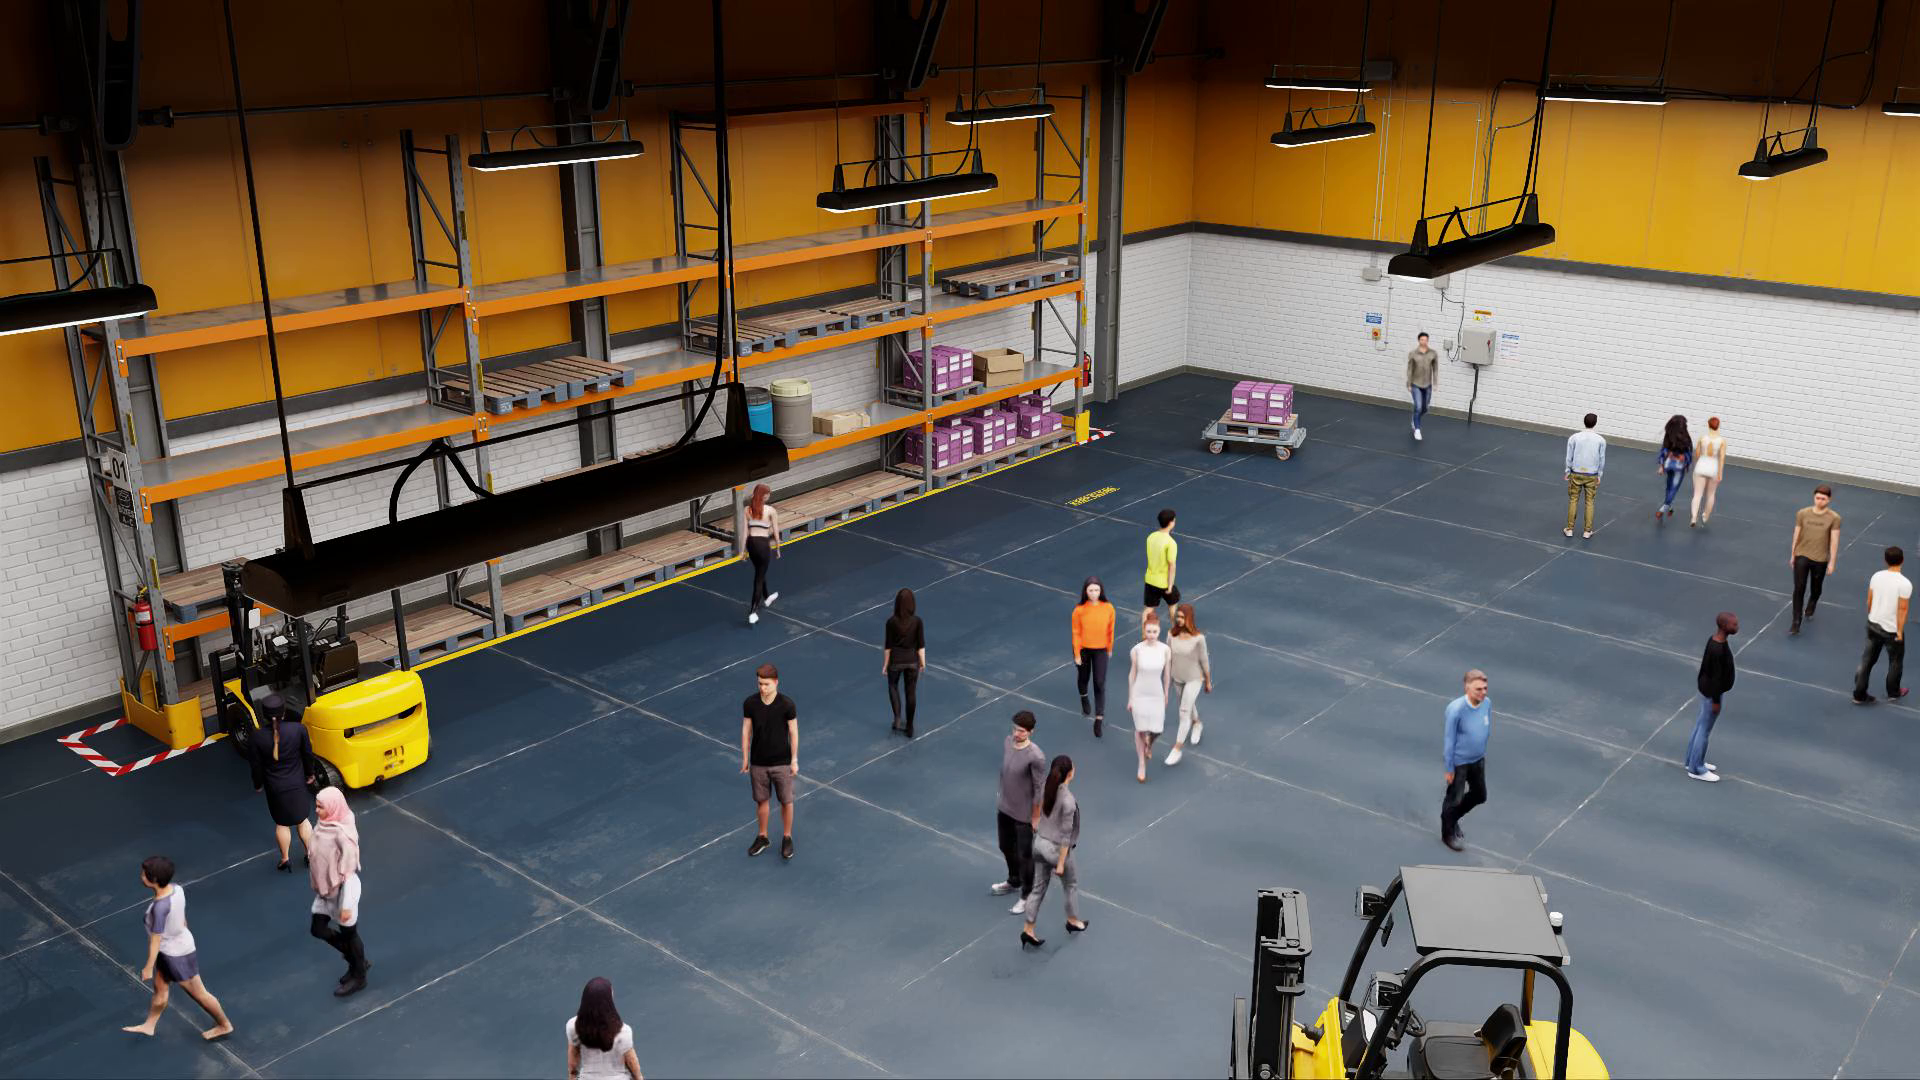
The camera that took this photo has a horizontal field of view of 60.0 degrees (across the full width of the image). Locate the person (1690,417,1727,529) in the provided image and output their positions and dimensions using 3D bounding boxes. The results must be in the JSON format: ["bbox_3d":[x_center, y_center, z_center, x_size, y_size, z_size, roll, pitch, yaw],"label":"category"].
[{"bbox_3d":[10.841,-0.952,24.187,0.728,1.612,1.038,7,20,19],"label":"person"}]

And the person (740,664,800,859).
[{"bbox_3d":[-1.698,1.979,15.093,0.770,1.861,0.762,3,19,9],"label":"person"}]

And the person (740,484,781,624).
[{"bbox_3d":[-2.526,0.195,20.635,0.929,1.706,1.209,3,19,9],"label":"person"}]

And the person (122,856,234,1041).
[{"bbox_3d":[-5.772,3.072,12.386,1.083,1.517,0.946,-4,19,-13],"label":"person"}]

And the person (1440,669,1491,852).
[{"bbox_3d":[4.557,1.965,15.248,0.808,1.788,0.894,-9,20,-24],"label":"person"}]

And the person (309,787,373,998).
[{"bbox_3d":[-4.757,2.720,12.994,0.650,1.797,0.681,-17,25,-41],"label":"person"}]

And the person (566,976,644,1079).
[{"bbox_3d":[-2.307,3.608,10.578,0.786,1.655,1.025,8,20,22],"label":"person"}]

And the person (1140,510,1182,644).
[{"bbox_3d":[2.332,0.488,19.808,0.652,1.677,0.974,16,25,40],"label":"person"}]

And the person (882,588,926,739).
[{"bbox_3d":[-0.578,1.318,17.414,0.704,1.632,0.771,-2,19,-6],"label":"person"}]

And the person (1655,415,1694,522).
[{"bbox_3d":[10.486,-1.024,24.437,1.019,1.589,0.646,-18,25,-42],"label":"person"}]

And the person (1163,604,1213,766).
[{"bbox_3d":[2.368,1.409,17.072,0.704,1.678,1.161,12,22,32],"label":"person"}]

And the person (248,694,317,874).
[{"bbox_3d":[-6.015,2.173,14.815,0.692,1.671,0.836,-11,21,-28],"label":"person"}]

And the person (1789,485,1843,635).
[{"bbox_3d":[10.460,0.213,20.388,0.766,1.829,1.166,11,22,30],"label":"person"}]

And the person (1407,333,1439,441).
[{"bbox_3d":[8.055,-2.713,29.069,1.115,1.833,1.204,0,19,0],"label":"person"}]

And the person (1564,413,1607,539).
[{"bbox_3d":[8.936,-0.932,23.816,0.743,1.811,0.689,6,20,18],"label":"person"}]

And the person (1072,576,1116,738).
[{"bbox_3d":[1.395,1.182,17.713,1.060,1.699,1.163,-1,19,-3],"label":"person"}]

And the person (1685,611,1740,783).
[{"bbox_3d":[7.493,1.531,16.599,0.721,1.749,0.586,7,20,19],"label":"person"}]

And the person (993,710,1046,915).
[{"bbox_3d":[0.505,2.274,14.240,0.676,1.847,0.808,-10,21,-27],"label":"person"}]

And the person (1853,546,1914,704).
[{"bbox_3d":[10.058,0.972,18.234,1.060,1.765,0.919,-8,20,-21],"label":"person"}]

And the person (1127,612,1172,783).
[{"bbox_3d":[1.854,1.543,16.511,0.786,1.783,0.858,0,19,1],"label":"person"}]

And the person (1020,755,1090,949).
[{"bbox_3d":[0.706,2.600,13.608,0.964,1.631,0.751,-11,21,-29],"label":"person"}]
